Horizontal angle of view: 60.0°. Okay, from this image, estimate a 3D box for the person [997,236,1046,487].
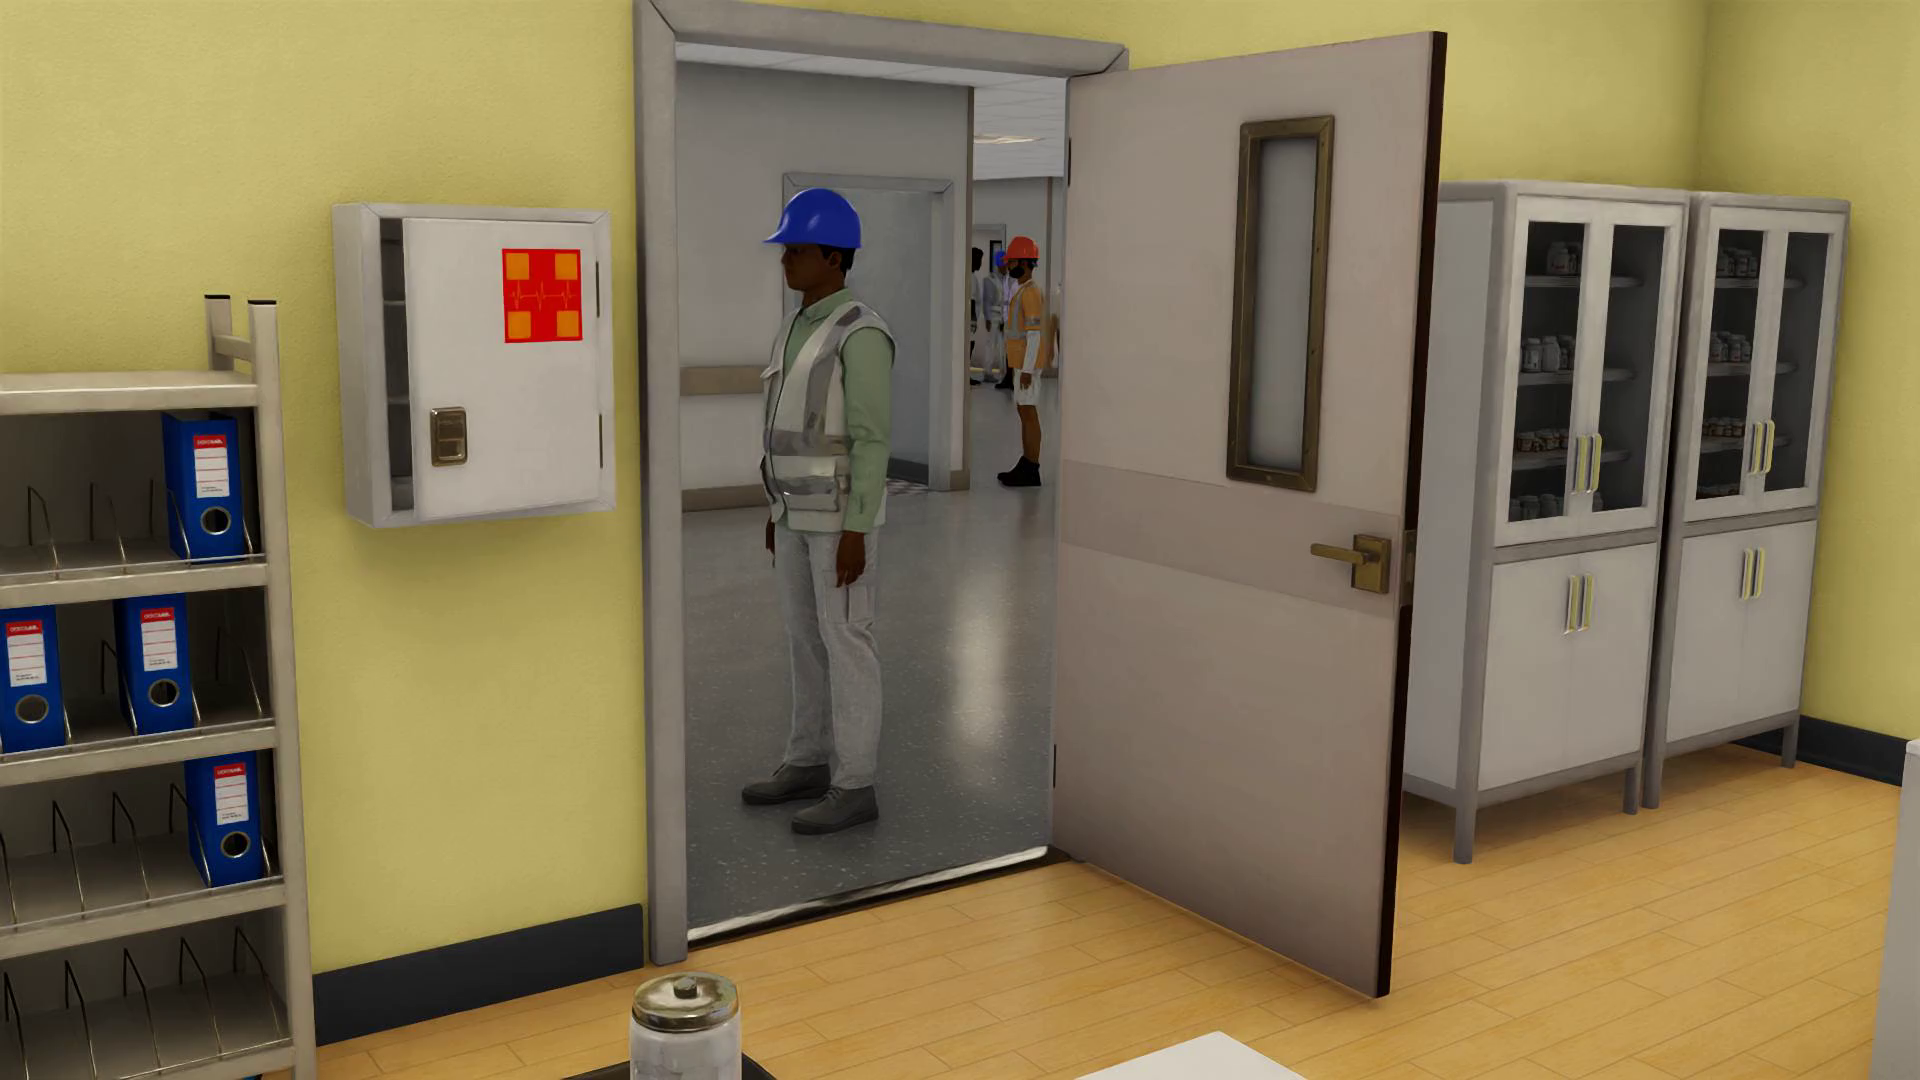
[{"bbox_3d":[0.485,-1.382,12.965,0.371,1.939,0.543,0,10,-3],"label":"person"}]

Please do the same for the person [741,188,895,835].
[{"bbox_3d":[-0.424,-0.087,5.119,0.380,1.950,0.605,-5,11,-33],"label":"person"}]

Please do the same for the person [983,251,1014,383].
[{"bbox_3d":[0.583,-3.180,23.827,0.630,1.893,0.834,-5,11,-29],"label":"person"}]
